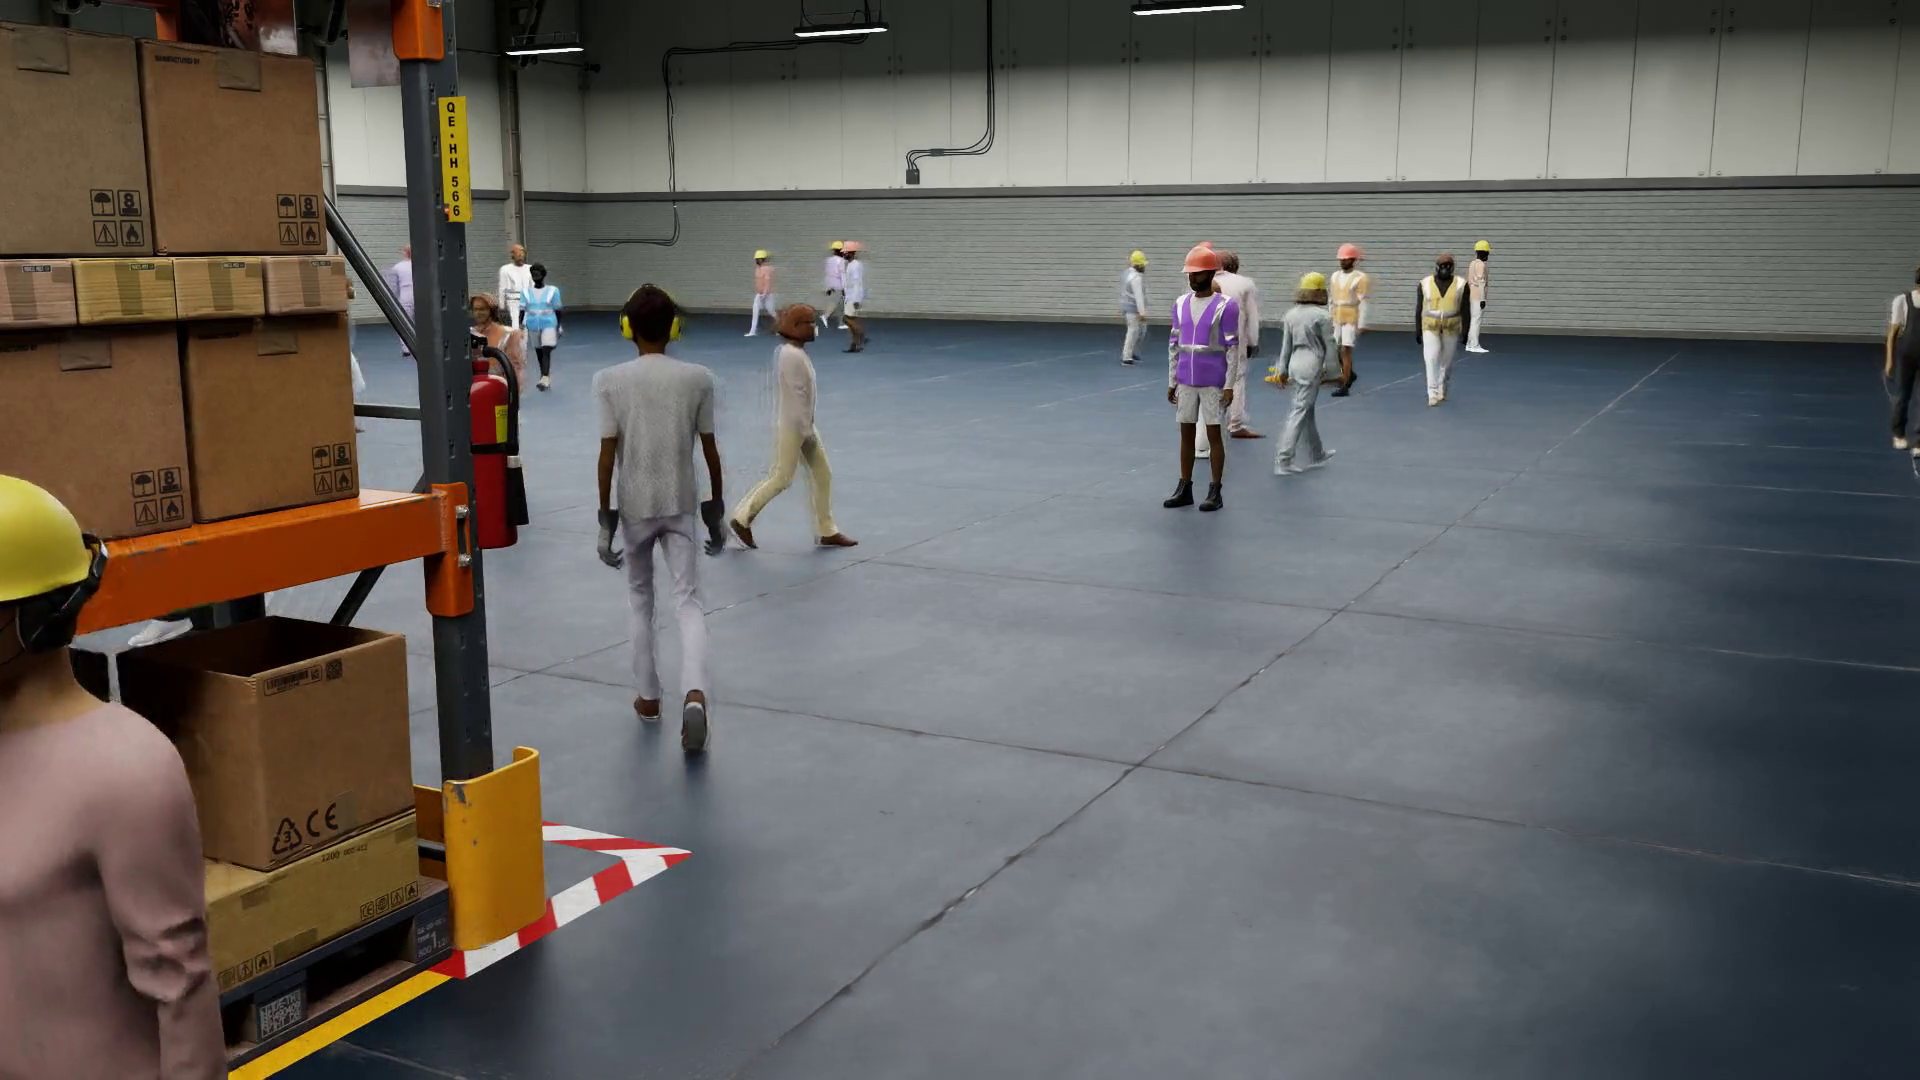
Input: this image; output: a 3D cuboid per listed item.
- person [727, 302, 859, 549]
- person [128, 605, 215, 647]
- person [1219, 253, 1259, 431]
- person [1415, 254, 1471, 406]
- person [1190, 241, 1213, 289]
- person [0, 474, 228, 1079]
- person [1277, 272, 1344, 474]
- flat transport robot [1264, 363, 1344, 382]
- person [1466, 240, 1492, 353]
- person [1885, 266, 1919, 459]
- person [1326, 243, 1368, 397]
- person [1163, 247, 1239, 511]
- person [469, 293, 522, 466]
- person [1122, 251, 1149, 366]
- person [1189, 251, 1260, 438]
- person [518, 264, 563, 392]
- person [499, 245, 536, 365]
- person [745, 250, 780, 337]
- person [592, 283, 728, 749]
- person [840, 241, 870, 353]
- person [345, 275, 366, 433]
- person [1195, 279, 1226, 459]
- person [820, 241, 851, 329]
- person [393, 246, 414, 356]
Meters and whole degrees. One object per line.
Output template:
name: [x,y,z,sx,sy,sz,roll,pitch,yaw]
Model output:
person: [-1.098,-0.728,10.709,0.786,1.601,0.498,1,10,6]
person: [-3.943,-0.412,8.156,0.554,1.900,0.632,0,10,0]
person: [2.762,-2.046,17.253,0.623,1.841,0.430,7,12,33]
person: [5.805,-2.536,20.022,0.633,1.814,0.854,3,11,14]
person: [4.230,-4.242,28.993,0.564,1.924,0.547,8,13,37]
person: [-1.222,0.743,2.354,0.538,1.724,0.891,6,12,32]
person: [3.020,-1.421,14.215,0.873,1.700,0.497,-7,12,-32]
flat transport robot: [4.807,-2.324,23.048,0.652,0.197,1.431,7,12,33]
person: [8.984,-4.210,28.804,0.364,1.930,0.588,0,10,0]
person: [8.854,-1.686,15.378,0.517,1.807,0.958,4,11,22]
person: [4.864,-2.762,20.920,0.482,1.922,0.567,-9,13,-39]
person: [1.766,-1.179,12.255,0.553,1.935,0.364,8,13,36]
person: [-3.515,-1.039,12.434,0.527,1.591,0.873,1,10,7]
person: [2.715,-3.567,25.725,0.422,1.780,0.681,1,10,5]
person: [2.668,-1.947,16.643,0.768,1.873,0.397,1,10,7]
person: [-5.492,-2.774,21.725,0.548,1.640,0.889,0,10,2]
person: [-6.797,-3.630,25.818,0.603,1.863,0.636,-8,13,-36]
person: [-3.913,-4.954,33.441,0.884,1.731,0.536,-10,14,-43]
person: [-1.194,-0.103,6.680,0.526,1.843,0.874,-3,11,-17]
person: [-1.866,-4.175,28.634,0.417,1.919,0.561,-2,11,-10]
person: [-6.273,-1.880,16.930,0.379,1.624,0.501,-5,12,-28]
person: [2.264,-1.551,15.123,0.516,1.635,0.312,-10,14,-43]
person: [-2.686,-5.473,35.747,0.728,1.903,0.598,-7,13,-35]
person: [-9.239,-4.048,28.128,0.682,1.859,1.002,0,10,-3]
